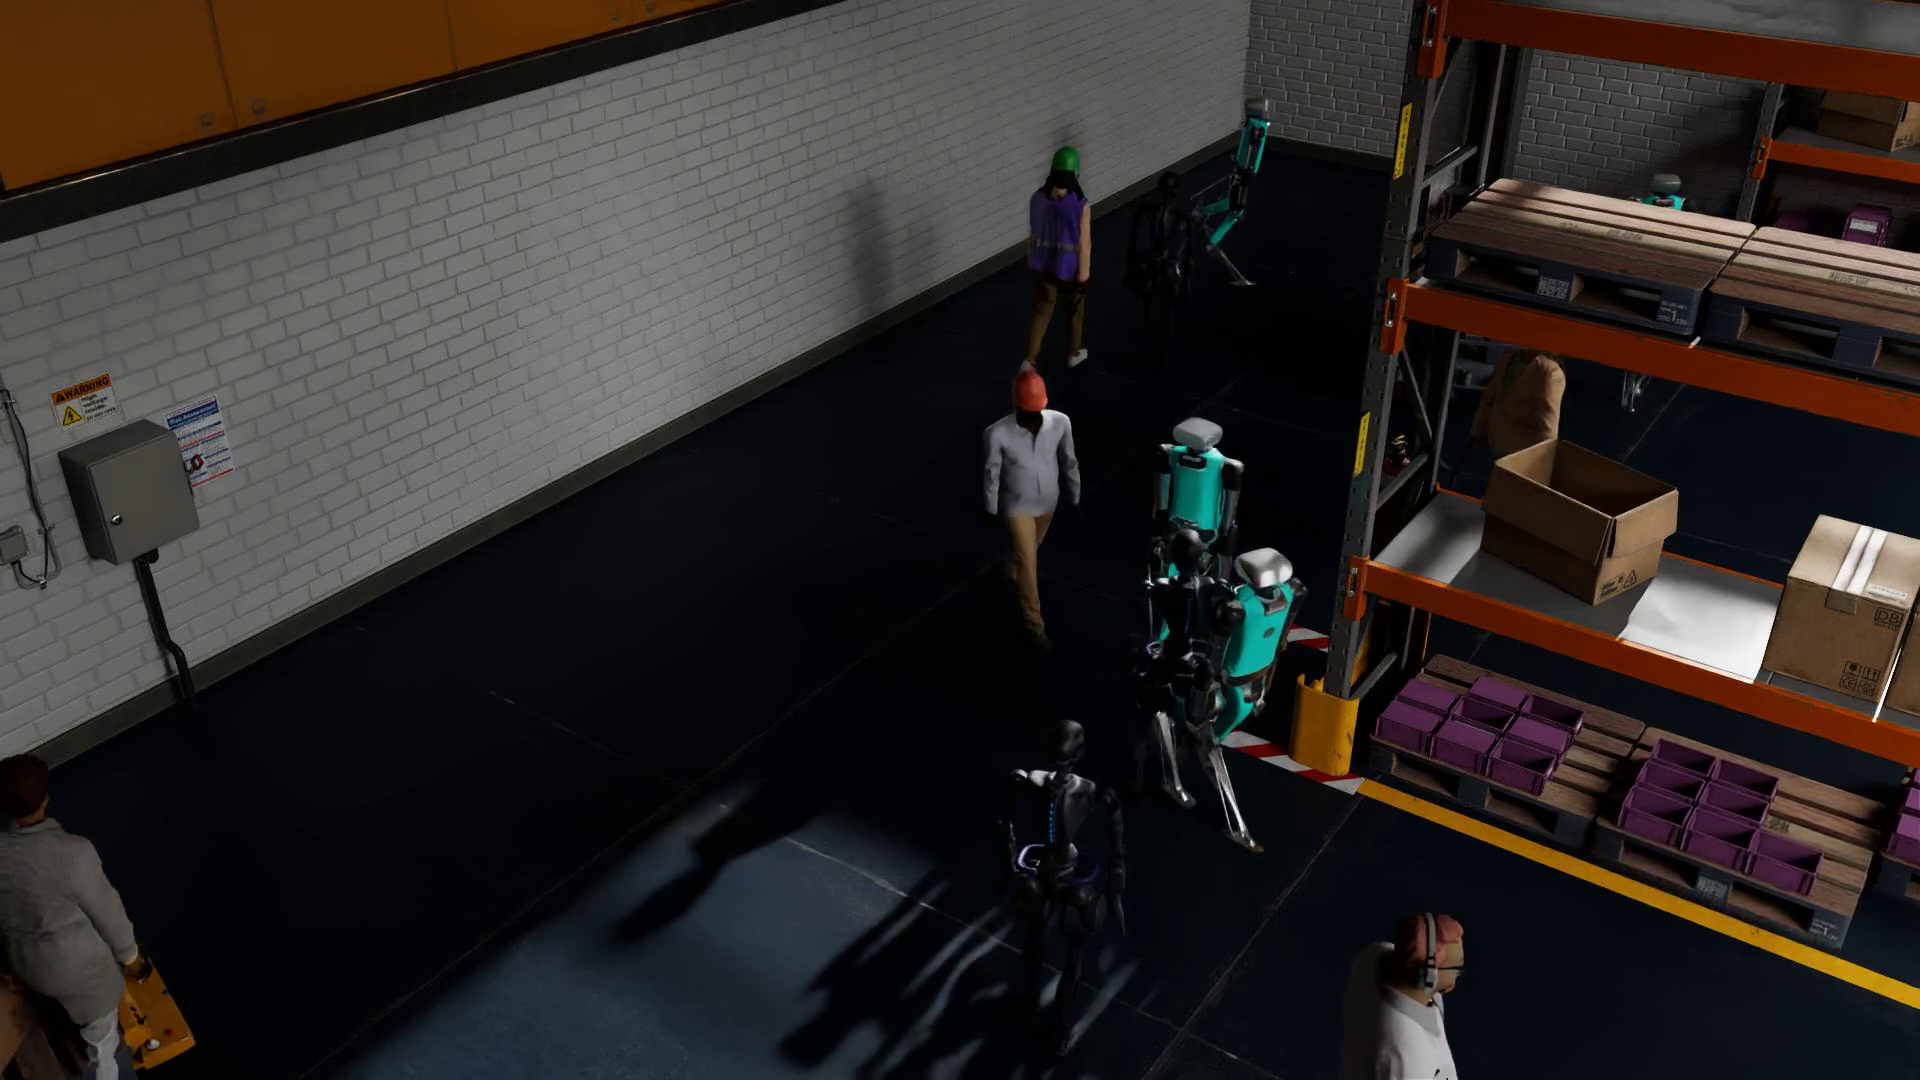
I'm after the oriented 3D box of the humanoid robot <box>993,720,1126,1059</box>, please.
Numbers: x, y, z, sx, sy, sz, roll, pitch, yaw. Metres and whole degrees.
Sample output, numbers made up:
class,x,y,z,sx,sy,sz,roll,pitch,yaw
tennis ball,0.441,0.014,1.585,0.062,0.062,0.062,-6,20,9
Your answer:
class,x,y,z,sx,sy,sz,roll,pitch,yaw
humanoid robot,0.421,1.475,7.070,0.605,1.645,0.374,9,31,16

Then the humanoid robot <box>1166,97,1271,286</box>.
class,x,y,z,sx,sy,sz,roll,pitch,yaw
humanoid robot,2.242,-3.109,15.003,0.993,1.772,0.530,3,30,5

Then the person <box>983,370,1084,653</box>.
class,x,y,z,sx,sy,sz,roll,pitch,yaw
person,0.425,-0.260,10.047,0.566,1.709,0.883,-13,32,-21

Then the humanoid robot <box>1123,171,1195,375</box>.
class,x,y,z,sx,sy,sz,roll,pitch,yaw
humanoid robot,1.589,-2.144,13.351,0.608,1.649,0.313,14,33,23

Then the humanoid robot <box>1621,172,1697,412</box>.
class,x,y,z,sx,sy,sz,roll,pitch,yaw
humanoid robot,5.357,-1.823,12.840,0.548,1.871,0.831,2,30,3

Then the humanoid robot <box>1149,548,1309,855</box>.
class,x,y,z,sx,sy,sz,roll,pitch,yaw
humanoid robot,1.232,0.718,8.356,0.550,1.773,0.891,-18,35,-28

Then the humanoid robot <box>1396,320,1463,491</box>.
class,x,y,z,sx,sy,sz,roll,pitch,yaw
humanoid robot,3.235,-0.954,11.311,0.616,1.631,0.614,-4,30,-7

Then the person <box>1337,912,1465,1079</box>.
class,x,y,z,sx,sy,sz,roll,pitch,yaw
person,1.535,2.058,5.846,0.444,1.890,0.672,1,30,2

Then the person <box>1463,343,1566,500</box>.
class,x,y,z,sx,sy,sz,roll,pitch,yaw
person,3.469,-0.595,10.481,0.480,1.857,0.560,-6,31,-10

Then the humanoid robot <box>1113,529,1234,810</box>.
class,x,y,z,sx,sy,sz,roll,pitch,yaw
humanoid robot,1.094,0.668,8.461,0.611,1.648,0.347,-3,30,-5

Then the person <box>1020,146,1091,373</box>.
class,x,y,z,sx,sy,sz,roll,pitch,yaw
person,0.766,-2.172,13.184,0.554,1.893,0.919,14,33,23

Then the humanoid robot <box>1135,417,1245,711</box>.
class,x,y,z,sx,sy,sz,roll,pitch,yaw
humanoid robot,1.159,0.237,9.173,0.567,1.739,0.919,19,35,29

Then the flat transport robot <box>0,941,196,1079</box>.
class,x,y,z,sx,sy,sz,roll,pitch,yaw
flat transport robot,-4.121,2.266,7.109,1.431,0.231,0.659,-23,37,-34

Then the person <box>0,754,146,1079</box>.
class,x,y,z,sx,sy,sz,roll,pitch,yaw
person,-3.557,1.648,6.640,0.517,1.808,0.432,5,30,8
